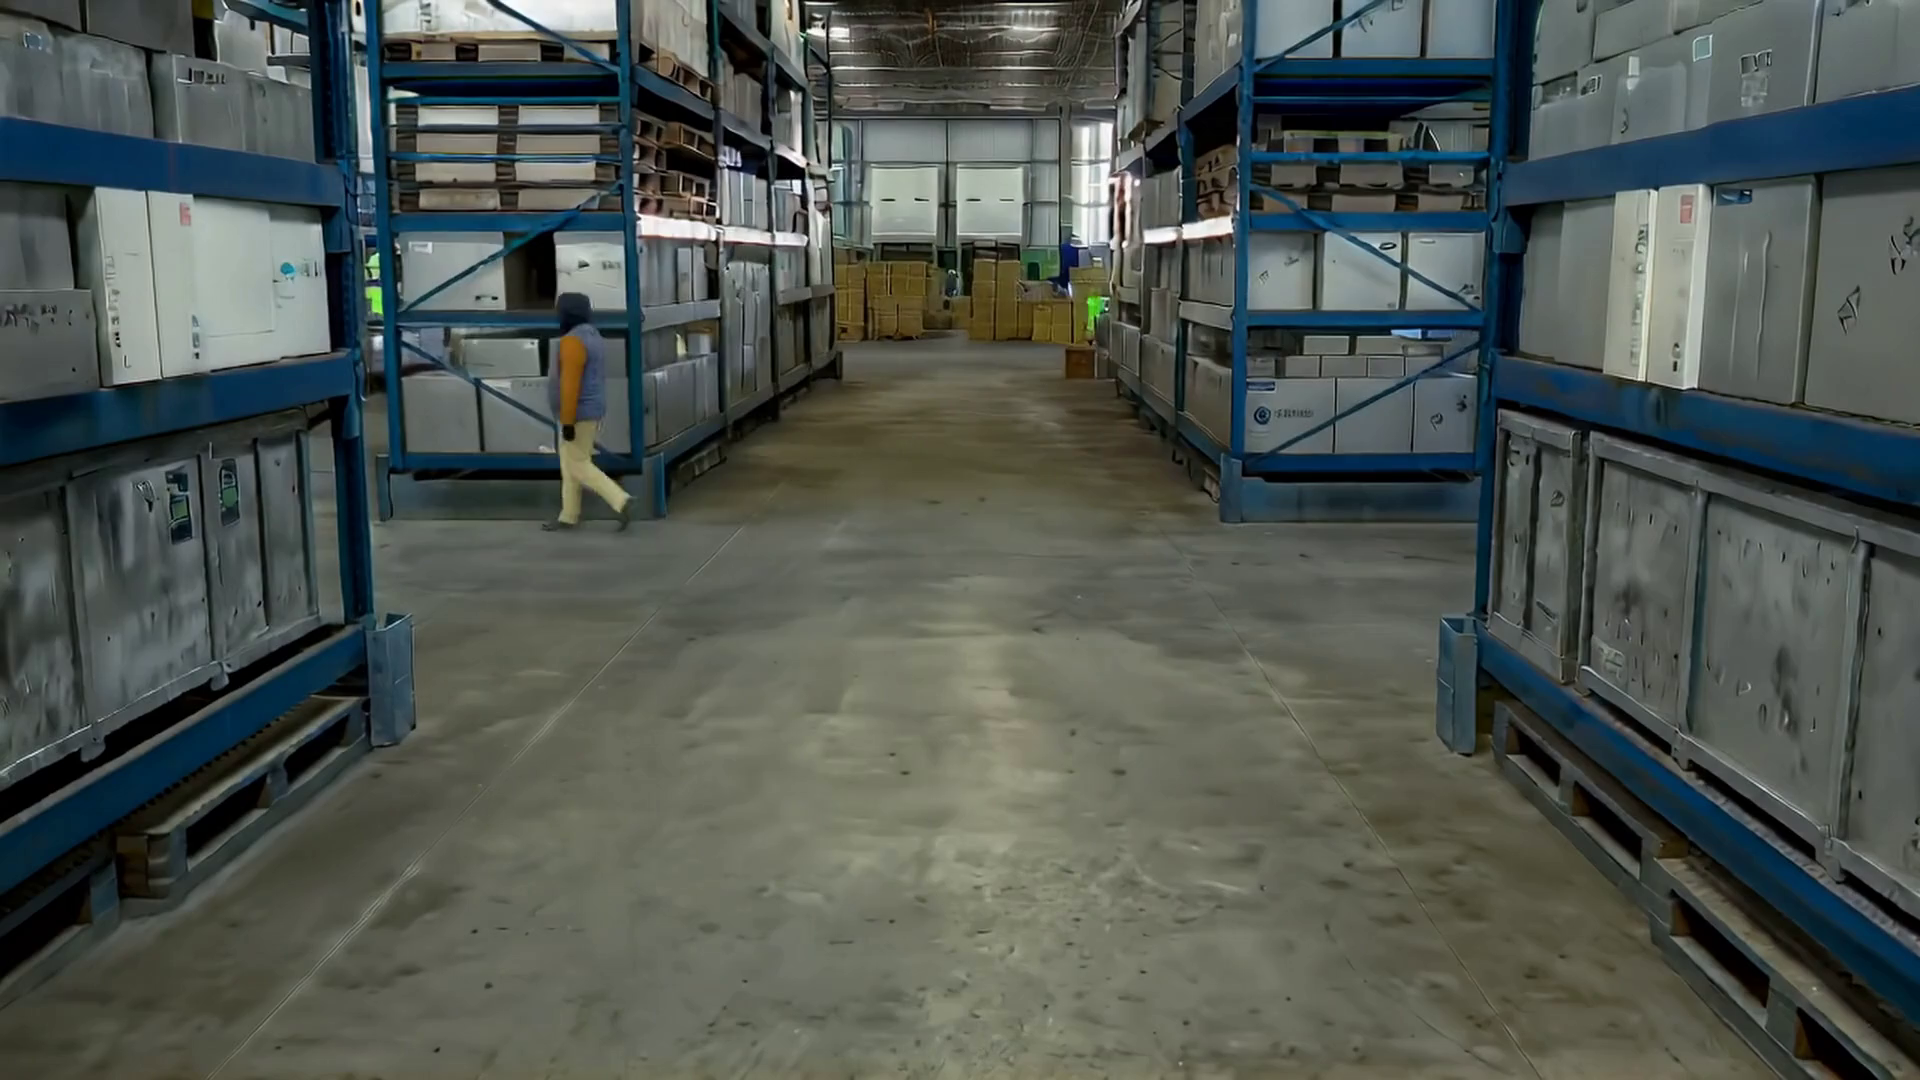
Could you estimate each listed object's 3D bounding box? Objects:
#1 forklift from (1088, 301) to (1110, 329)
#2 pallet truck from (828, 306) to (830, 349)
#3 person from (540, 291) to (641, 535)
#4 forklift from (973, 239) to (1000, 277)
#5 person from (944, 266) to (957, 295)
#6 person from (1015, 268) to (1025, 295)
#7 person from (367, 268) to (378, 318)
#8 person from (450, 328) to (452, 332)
[{"bbox_3d":[3.913,-5.784,38.207,1.873,2.768,1.129,0,9,1],"label":"forklift"},{"bbox_3d":[-3.100,-3.940,29.800,1.885,1.965,0.823,3,10,19],"label":"pallet truck"},{"bbox_3d":[-2.744,-0.918,12.235,0.723,1.818,0.635,0,9,2],"label":"person"},{"bbox_3d":[0.914,-8.942,57.122,1.129,2.768,1.873,0,9,1],"label":"forklift"},{"bbox_3d":[-0.411,-9.445,63.097,0.628,1.905,1.005,-7,11,-34],"label":"person"},{"bbox_3d":[1.874,-7.717,52.811,0.802,1.881,0.620,4,10,23],"label":"person"},{"bbox_3d":[-21.632,-9.088,61.151,0.353,1.835,0.530,-1,10,-7],"label":"person"},{"bbox_3d":[-13.408,-6.139,43.230,0.653,1.913,0.911,-6,11,-33],"label":"person"}]
